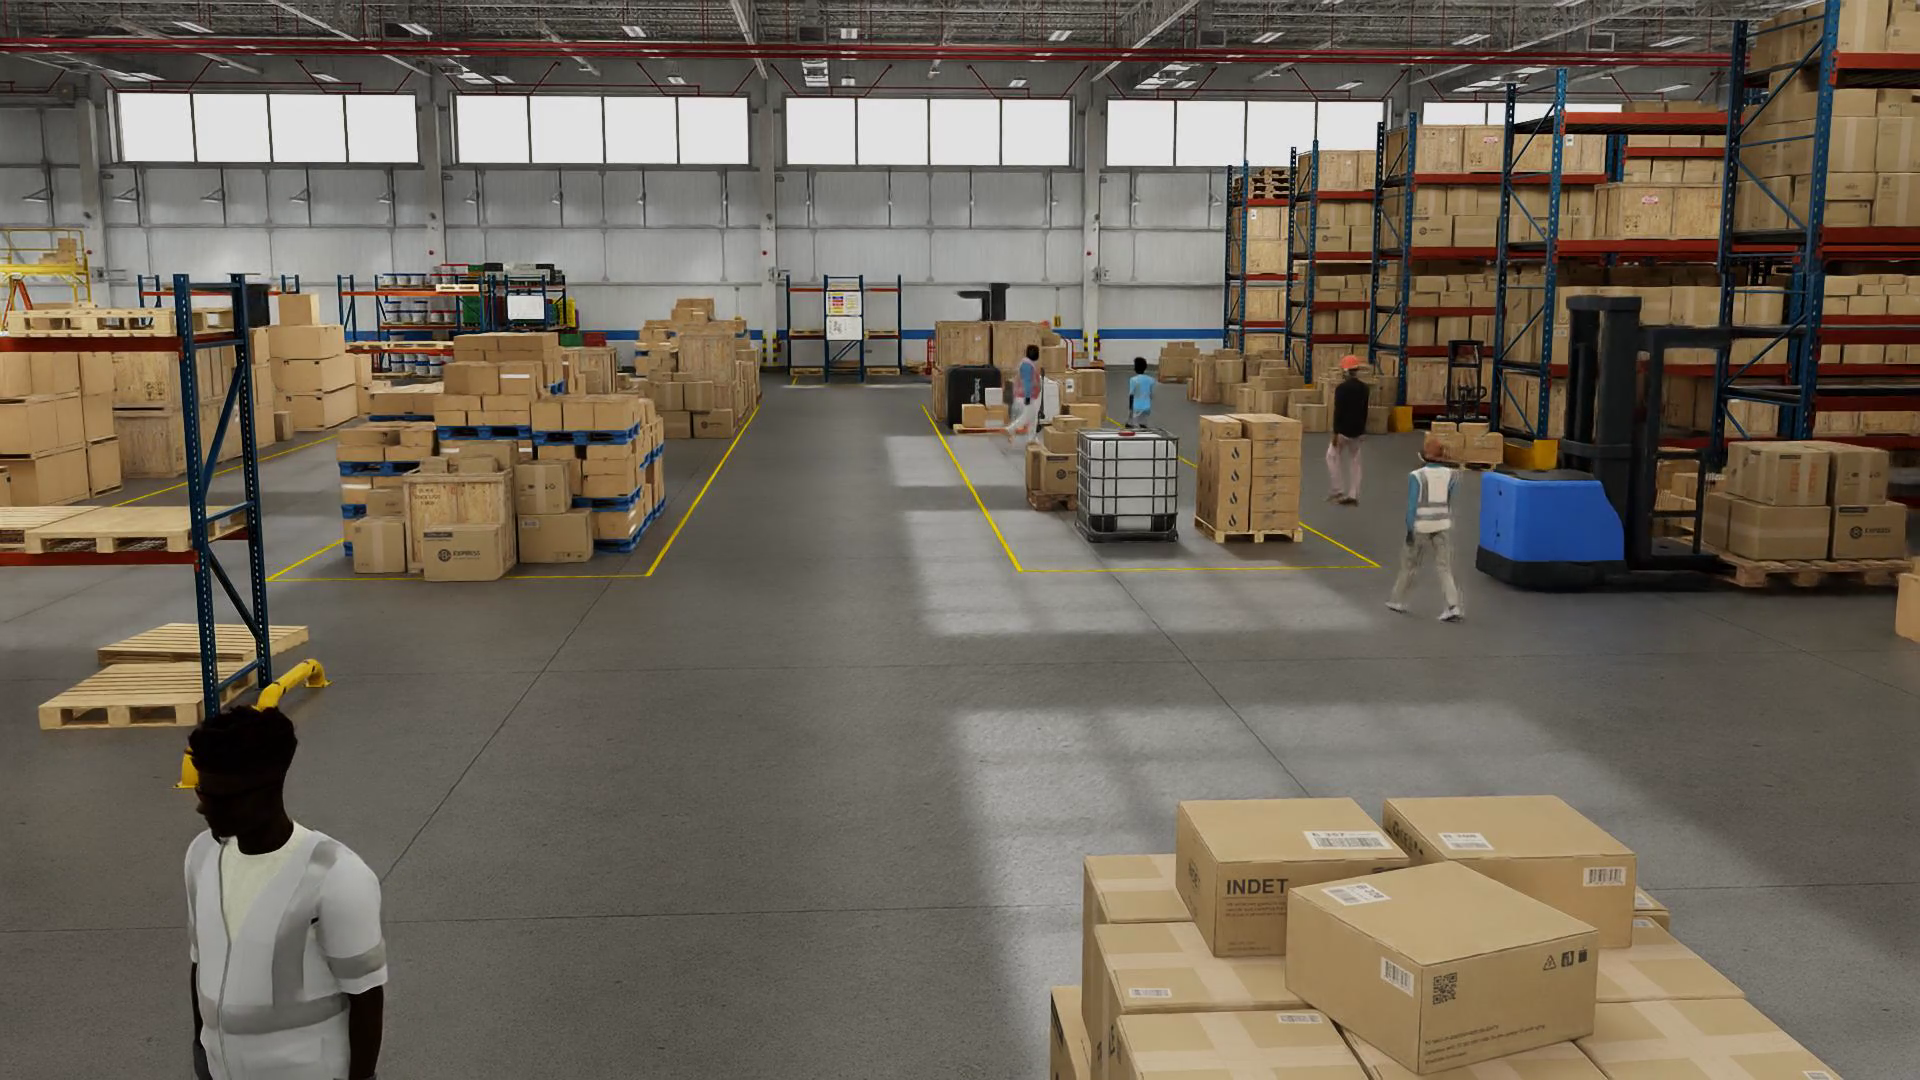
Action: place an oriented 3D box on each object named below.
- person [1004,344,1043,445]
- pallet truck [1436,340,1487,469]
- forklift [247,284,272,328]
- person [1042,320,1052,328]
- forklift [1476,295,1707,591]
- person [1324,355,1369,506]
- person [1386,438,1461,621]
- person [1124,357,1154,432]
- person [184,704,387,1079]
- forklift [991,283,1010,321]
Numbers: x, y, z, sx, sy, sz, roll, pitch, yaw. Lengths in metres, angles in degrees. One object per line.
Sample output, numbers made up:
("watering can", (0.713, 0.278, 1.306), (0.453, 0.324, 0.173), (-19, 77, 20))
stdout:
("person", (1.160, -2.543, 29.312), (0.644, 1.824, 0.651), (2, 9, 13))
("pallet truck", (8.004, -2.170, 26.422), (0.823, 1.965, 1.885), (2, 9, 14))
("forklift", (-16.080, -4.509, 38.341), (1.873, 2.768, 1.129), (-2, 9, -12))
("person", (2.097, -4.408, 40.709), (0.566, 1.919, 0.433), (-5, 10, -29))
("forklift", (6.151, -0.974, 16.143), (1.873, 2.768, 1.129), (-1, 9, -4))
("person", (5.058, -1.441, 21.886), (0.651, 1.978, 0.593), (-6, 11, -31))
("person", (4.161, -0.096, 14.686), (0.523, 1.601, 0.848), (-3, 10, -19))
("person", (2.954, -2.168, 27.385), (0.540, 1.684, 0.361), (-6, 11, -34))
("person", (-1.751, 1.371, 4.287), (0.612, 1.962, 0.364), (4, 10, 24))
("forklift", (0.989, -5.122, 42.194), (1.873, 2.768, 1.129), (-1, 9, -4))
